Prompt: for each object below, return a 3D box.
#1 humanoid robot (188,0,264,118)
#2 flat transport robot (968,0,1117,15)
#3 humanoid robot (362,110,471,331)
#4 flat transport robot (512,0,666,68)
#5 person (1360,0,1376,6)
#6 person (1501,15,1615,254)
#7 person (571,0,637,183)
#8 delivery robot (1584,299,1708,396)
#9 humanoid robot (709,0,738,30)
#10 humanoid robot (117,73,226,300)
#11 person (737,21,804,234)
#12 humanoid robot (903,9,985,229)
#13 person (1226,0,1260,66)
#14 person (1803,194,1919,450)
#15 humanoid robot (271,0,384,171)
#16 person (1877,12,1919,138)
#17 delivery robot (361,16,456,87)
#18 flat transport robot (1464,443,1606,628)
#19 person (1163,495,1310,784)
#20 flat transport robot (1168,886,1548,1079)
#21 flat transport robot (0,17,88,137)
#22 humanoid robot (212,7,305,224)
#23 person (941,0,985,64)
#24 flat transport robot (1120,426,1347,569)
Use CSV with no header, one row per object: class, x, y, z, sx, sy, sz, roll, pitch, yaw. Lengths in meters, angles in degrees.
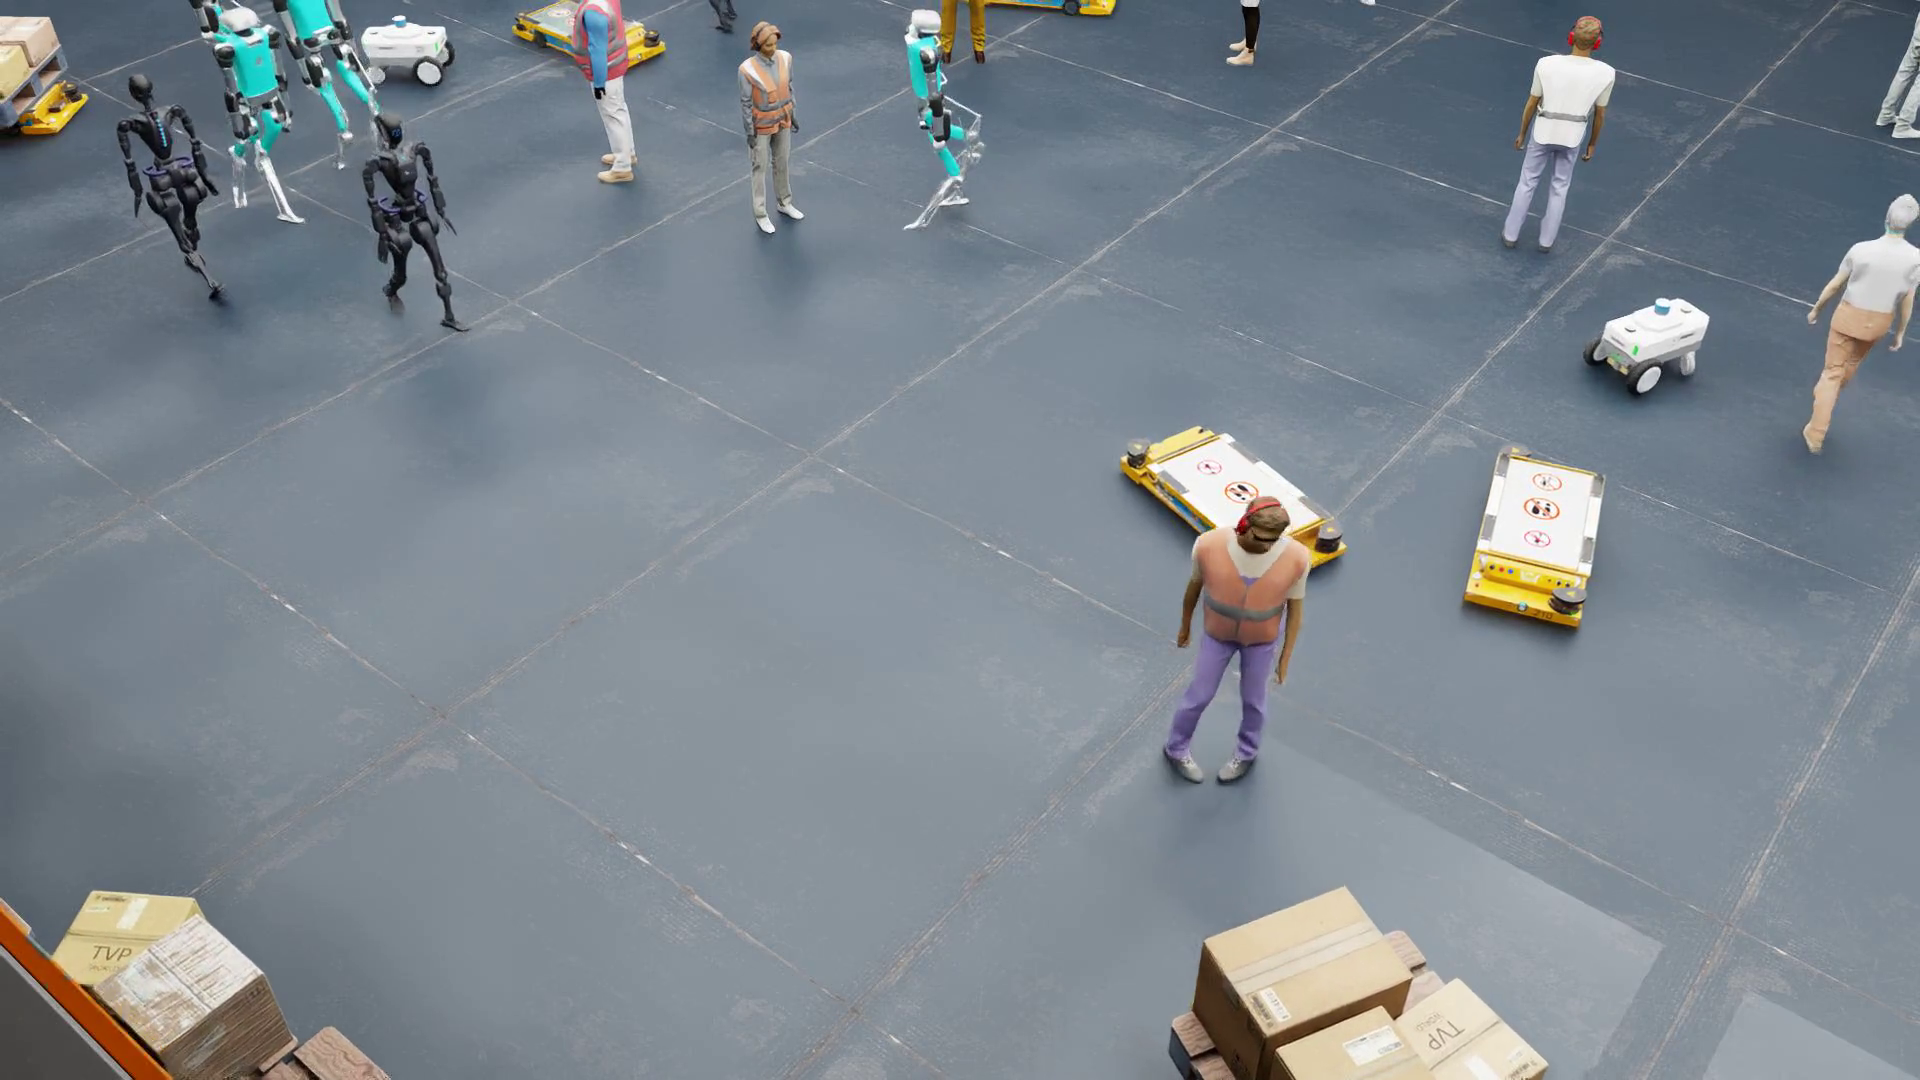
humanoid robot,-6.275,-4.508,14.210,0.682,1.743,0.544,-10,41,-11
flat transport robot,0.851,-5.479,16.524,1.431,0.231,0.659,9,41,10
humanoid robot,-3.886,-2.250,11.681,0.770,1.637,0.598,30,48,30
flat transport robot,-3.518,-4.776,15.697,1.431,0.231,0.659,27,47,28
person,4.086,-6.078,16.125,0.514,1.700,0.751,-15,43,-17
person,4.451,-2.982,12.381,0.570,1.831,0.402,9,41,11
person,-2.860,-3.772,13.312,0.431,1.837,0.630,-2,40,-3
delivery robot,4.760,-1.378,11.478,0.766,0.595,0.505,-19,44,-21
humanoid robot,-2.329,-5.627,15.620,0.353,1.651,0.599,28,48,29
humanoid robot,-5.684,-2.561,12.052,0.769,1.646,0.608,32,50,32
person,-1.456,-3.172,12.752,0.306,1.637,0.510,32,50,32
humanoid robot,-0.064,-3.209,12.745,0.841,1.798,0.564,-11,42,-13
person,2.631,-5.156,15.047,0.322,1.691,0.532,9,41,10
person,5.757,-1.458,10.679,0.533,1.705,0.814,10,41,12
humanoid robot,-4.941,-3.702,13.315,0.804,1.785,0.548,32,50,32
person,8.173,-4.201,13.892,0.319,1.729,0.487,-10,41,-12
delivery robot,-4.994,-4.447,15.099,0.786,0.608,0.499,0,40,0
flat transport robot,3.524,-0.056,10.144,0.659,0.231,1.431,14,42,16
person,1.385,0.473,8.335,0.586,1.815,0.441,5,41,6
flat transport robot,1.643,2.442,7.205,0.659,0.231,1.431,-16,43,-18
flat transport robot,-8.474,-3.771,14.514,1.431,0.231,0.659,0,40,0
humanoid robot,-5.551,-3.293,12.855,0.919,1.808,0.530,24,46,26
person,0.039,-5.163,15.015,0.526,1.750,0.342,-2,40,-2
flat transport robot,1.686,-0.253,10.376,0.659,0.231,1.431,-22,45,-24
